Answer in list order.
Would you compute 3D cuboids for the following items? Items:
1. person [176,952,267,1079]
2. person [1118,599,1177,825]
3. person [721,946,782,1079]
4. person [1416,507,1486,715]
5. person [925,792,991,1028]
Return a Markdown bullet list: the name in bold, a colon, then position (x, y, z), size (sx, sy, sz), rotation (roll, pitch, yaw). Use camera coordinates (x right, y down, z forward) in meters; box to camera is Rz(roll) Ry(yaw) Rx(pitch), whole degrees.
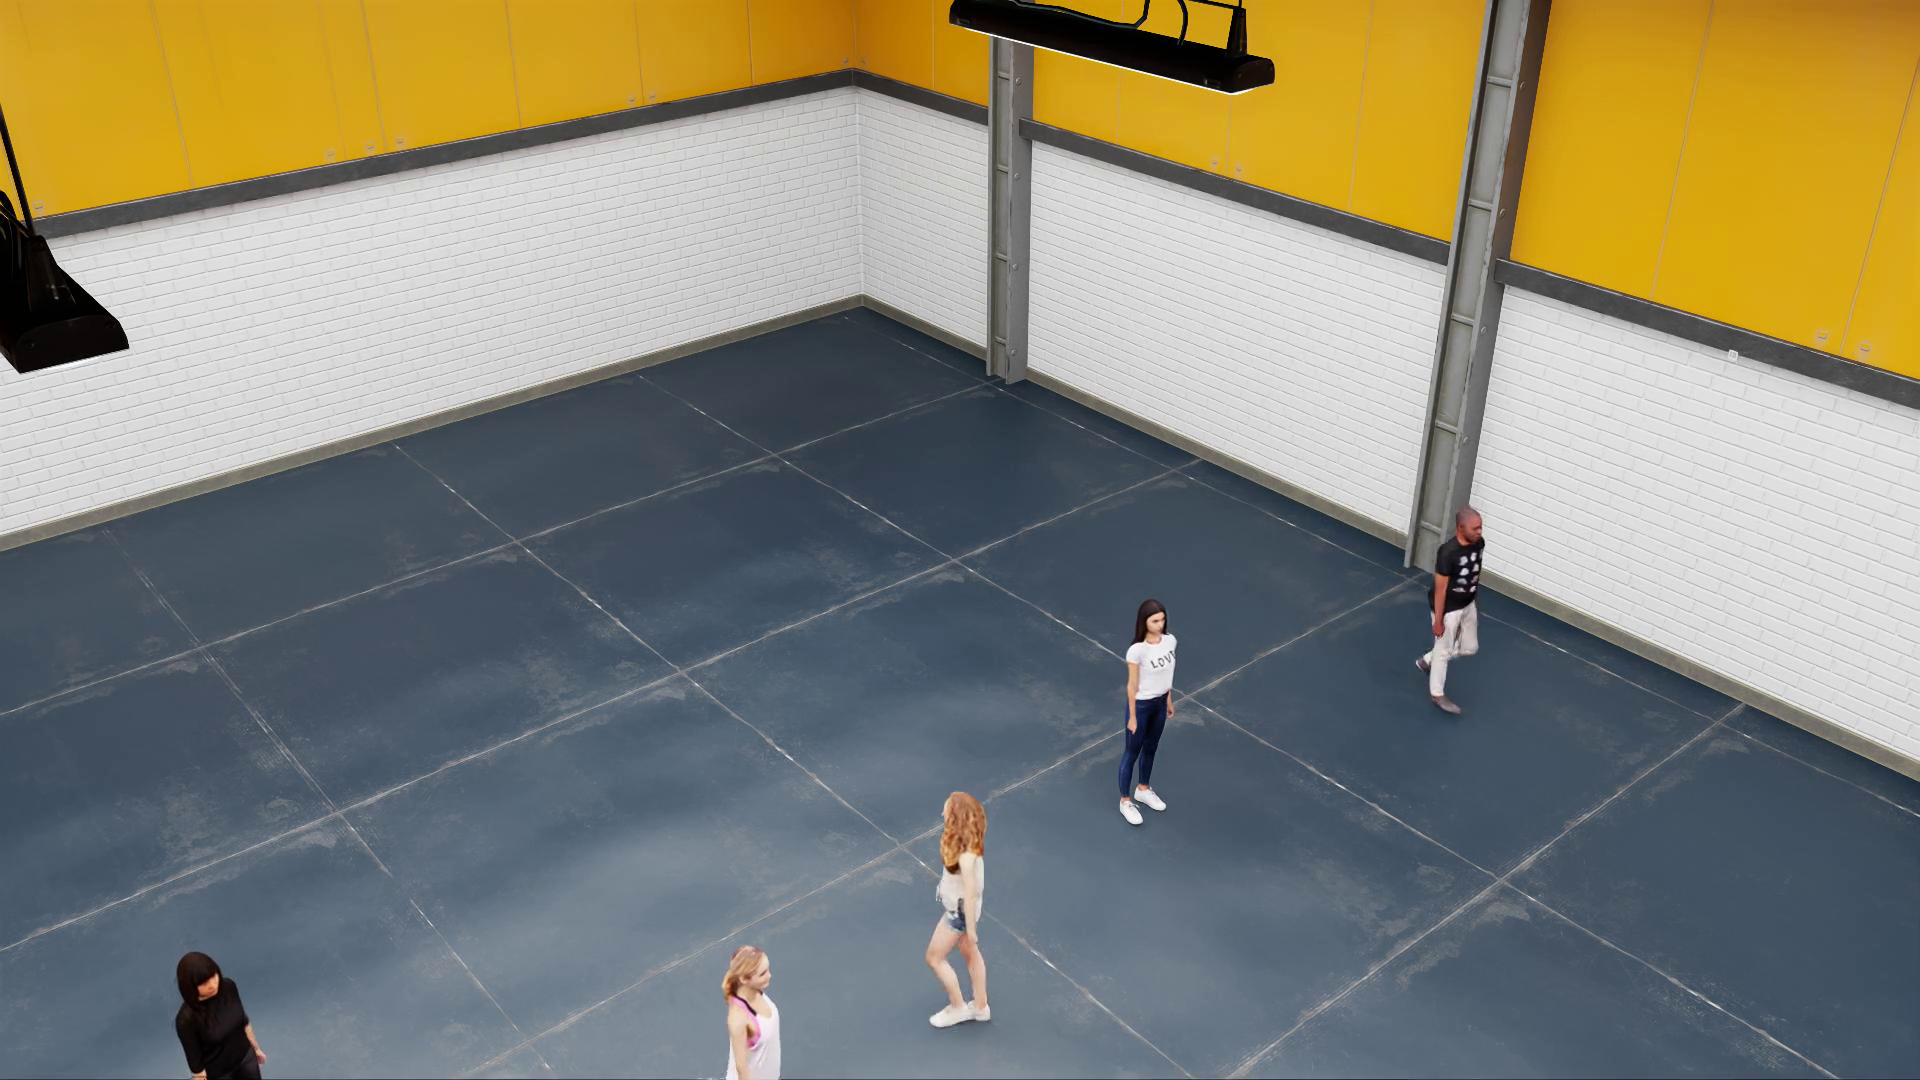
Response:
- **person**: position (-4.035, 2.871, 9.090), size (0.647, 1.638, 0.643), rotation (11, 30, 19)
- **person**: position (1.336, 1.214, 11.984), size (0.582, 1.775, 0.502), rotation (-21, 35, -33)
- **person**: position (-1.198, 2.883, 8.925), size (0.990, 1.774, 0.902), rotation (6, 29, 10)
- **person**: position (3.866, 0.509, 13.255), size (0.704, 1.796, 0.787), rotation (-19, 34, -31)
- **person**: position (0.106, 2.255, 10.105), size (0.783, 1.747, 0.724), rotation (3, 29, 5)
